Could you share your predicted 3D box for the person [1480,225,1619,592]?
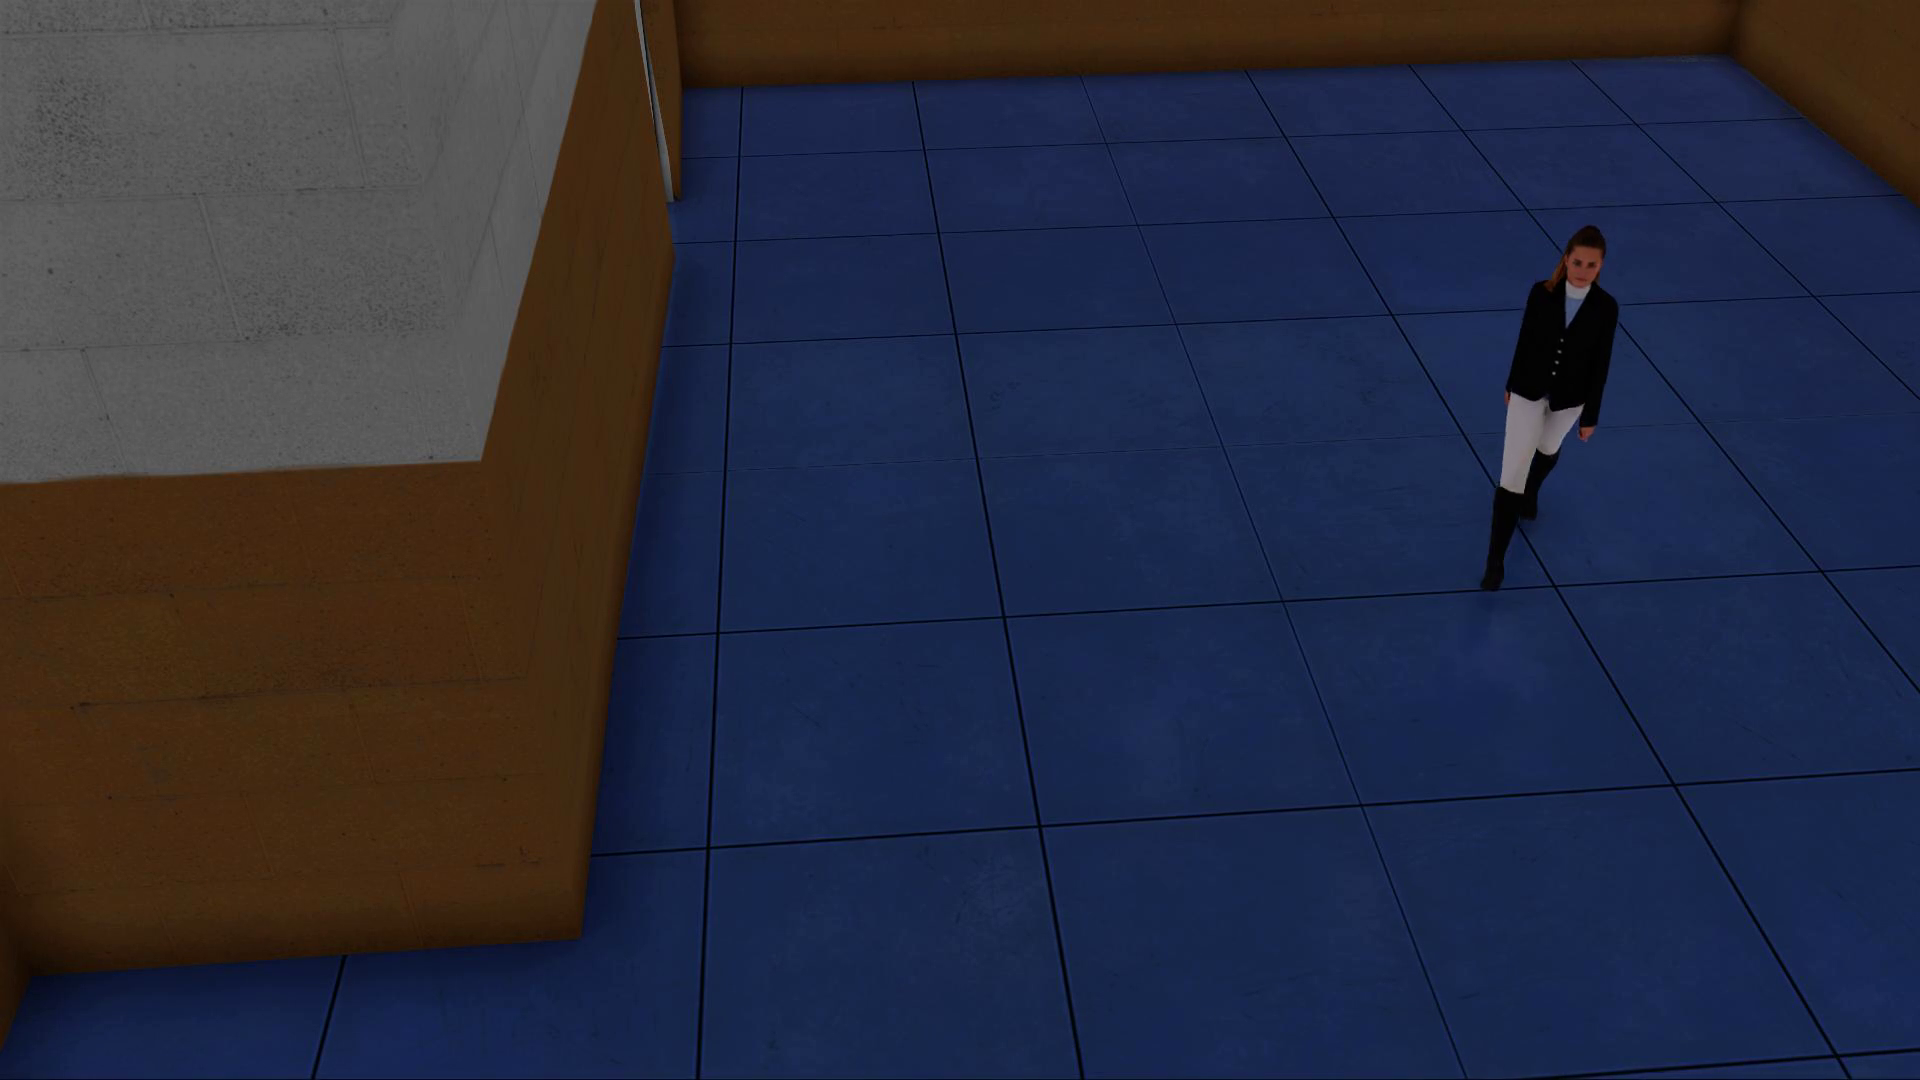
[{"bbox_3d":[2.755,-0.666,7.759,1.202,1.670,0.999,12,39,16],"label":"person"}]
